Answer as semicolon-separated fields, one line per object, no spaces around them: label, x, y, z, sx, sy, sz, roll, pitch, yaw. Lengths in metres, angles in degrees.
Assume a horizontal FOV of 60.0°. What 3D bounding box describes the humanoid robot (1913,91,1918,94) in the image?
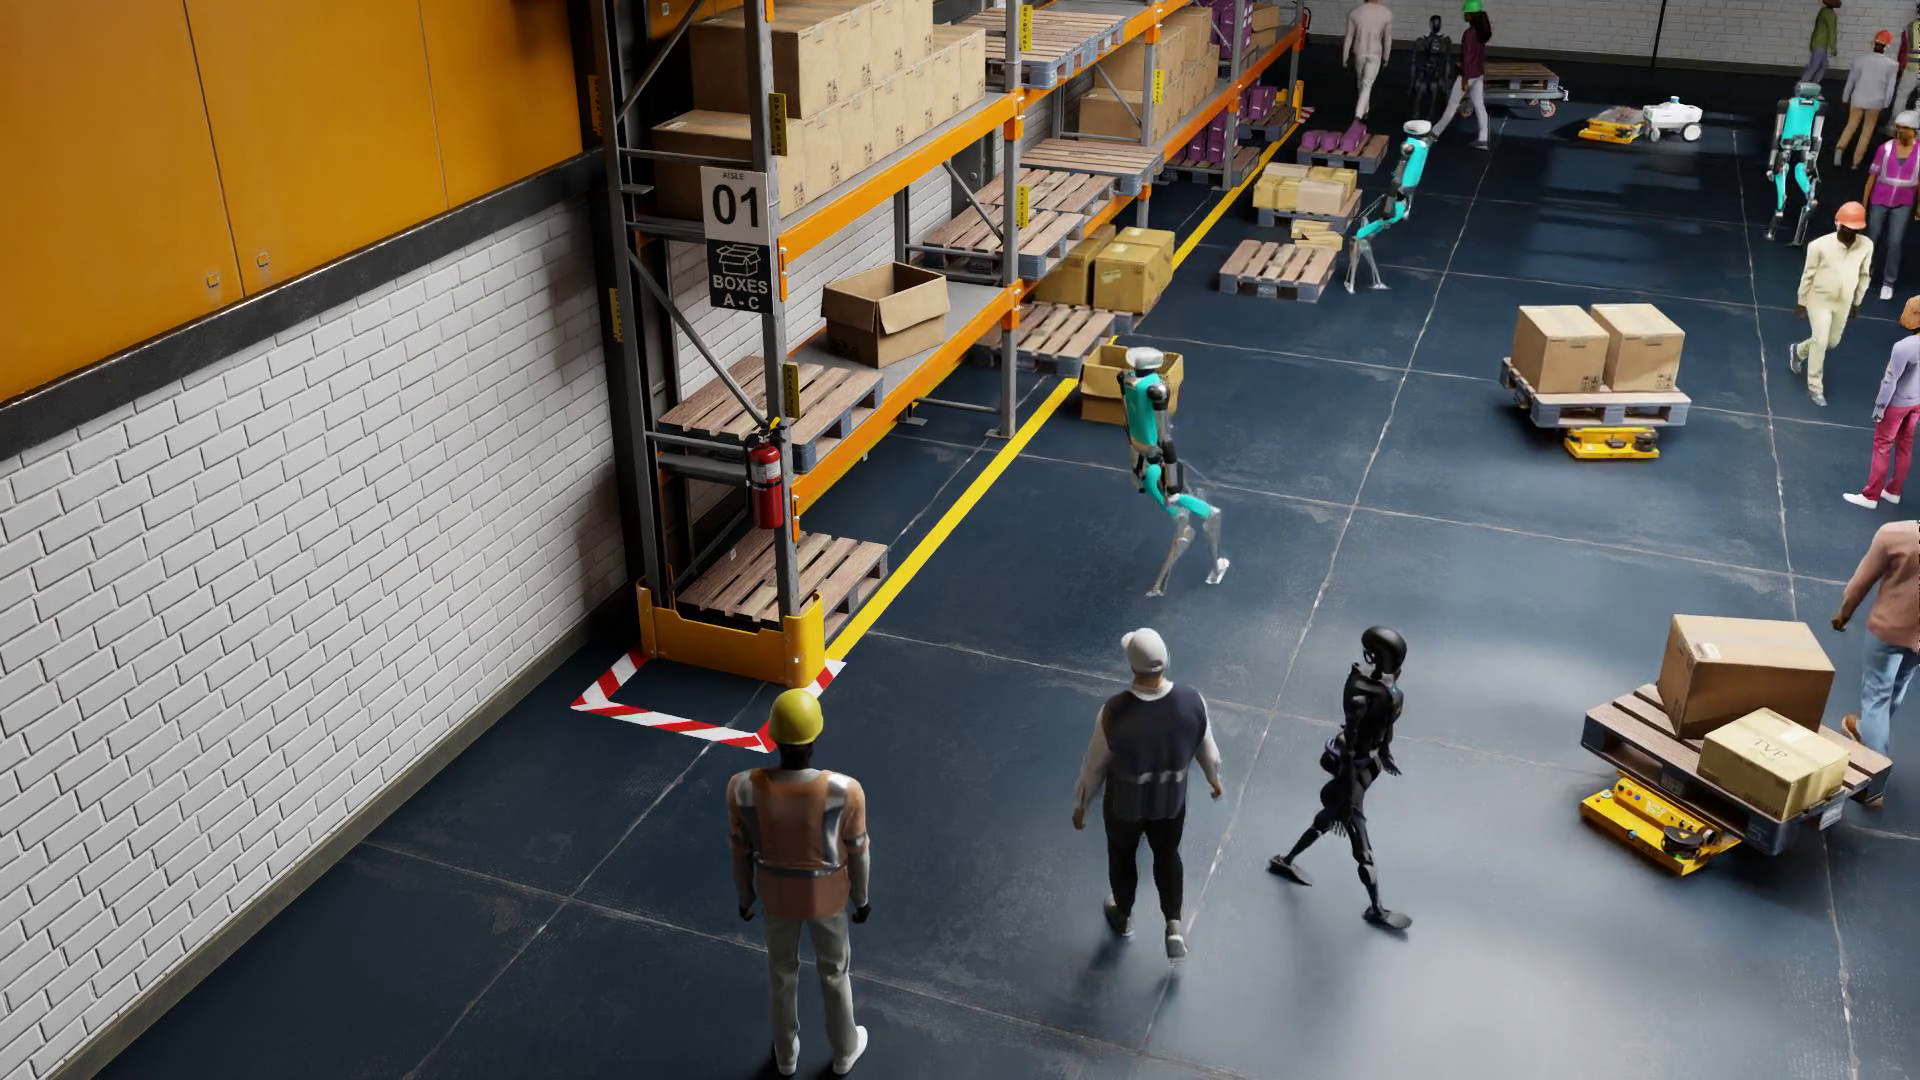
humanoid robot;14.521;-7.385;24.524;0.315;1.657;0.599;-13;30;-23

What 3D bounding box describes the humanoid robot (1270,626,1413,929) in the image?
humanoid robot;1.946;1.104;8.128;0.798;1.624;0.601;18;32;31

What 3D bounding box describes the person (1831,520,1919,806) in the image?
person;5.142;0.453;9.052;0.625;1.957;0.897;3;27;6

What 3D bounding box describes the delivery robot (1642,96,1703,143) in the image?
delivery robot;9.621;-5.675;22.444;0.764;0.592;0.522;1;27;2

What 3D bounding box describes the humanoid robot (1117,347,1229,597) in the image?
humanoid robot;1.525;-0.466;11.085;0.951;1.770;0.592;-9;29;-16

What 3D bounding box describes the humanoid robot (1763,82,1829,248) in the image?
humanoid robot;9.036;-3.938;17.852;0.555;1.761;0.996;1;27;3

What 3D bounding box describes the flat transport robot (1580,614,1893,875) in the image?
flat transport robot;4.144;1.362;9.109;1.431;0.231;0.659;-16;31;-28

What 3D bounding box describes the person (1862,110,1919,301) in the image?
person;9.243;-3.318;16.492;0.571;1.818;0.672;15;31;27

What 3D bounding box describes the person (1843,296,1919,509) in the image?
person;6.900;-1.005;12.220;0.497;1.628;0.285;-13;30;-23

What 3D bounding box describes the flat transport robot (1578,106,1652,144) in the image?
flat transport robot;9.060;-5.684;22.776;0.659;0.231;1.431;20;33;34

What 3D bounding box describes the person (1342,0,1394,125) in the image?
person;5.616;-6.701;23.005;0.645;1.875;0.997;12;29;21

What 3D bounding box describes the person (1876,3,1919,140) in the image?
person;12.891;-6.278;22.263;0.433;1.807;0.701;-24;36;-38

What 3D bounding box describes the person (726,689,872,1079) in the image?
person;-0.667;1.482;7.067;0.585;1.928;0.376;2;27;5

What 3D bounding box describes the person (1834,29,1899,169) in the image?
person;11.339;-5.493;20.802;0.564;1.735;0.542;24;35;38

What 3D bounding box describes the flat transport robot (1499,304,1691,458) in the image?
flat transport robot;5.188;-1.035;13.759;0.659;0.231;1.431;-1;27;-1

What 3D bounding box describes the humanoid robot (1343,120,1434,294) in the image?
humanoid robot;4.178;-3.338;16.618;0.864;1.768;0.593;21;34;35

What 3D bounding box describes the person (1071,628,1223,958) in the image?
person;0.897;1.203;7.806;0.765;1.737;0.557;-5;28;-9

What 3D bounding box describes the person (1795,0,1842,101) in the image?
person;12.581;-7.158;24.170;0.619;1.613;0.510;5;28;9

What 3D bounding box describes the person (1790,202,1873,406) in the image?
person;7.400;-2.074;14.184;0.557;1.725;0.716;-2;27;-4

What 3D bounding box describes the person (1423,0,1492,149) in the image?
person;6.668;-6.154;21.919;0.513;1.899;0.966;-22;35;-36

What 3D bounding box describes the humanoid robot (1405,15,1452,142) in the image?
humanoid robot;6.227;-6.132;22.106;0.603;1.647;0.343;-3;27;-6
